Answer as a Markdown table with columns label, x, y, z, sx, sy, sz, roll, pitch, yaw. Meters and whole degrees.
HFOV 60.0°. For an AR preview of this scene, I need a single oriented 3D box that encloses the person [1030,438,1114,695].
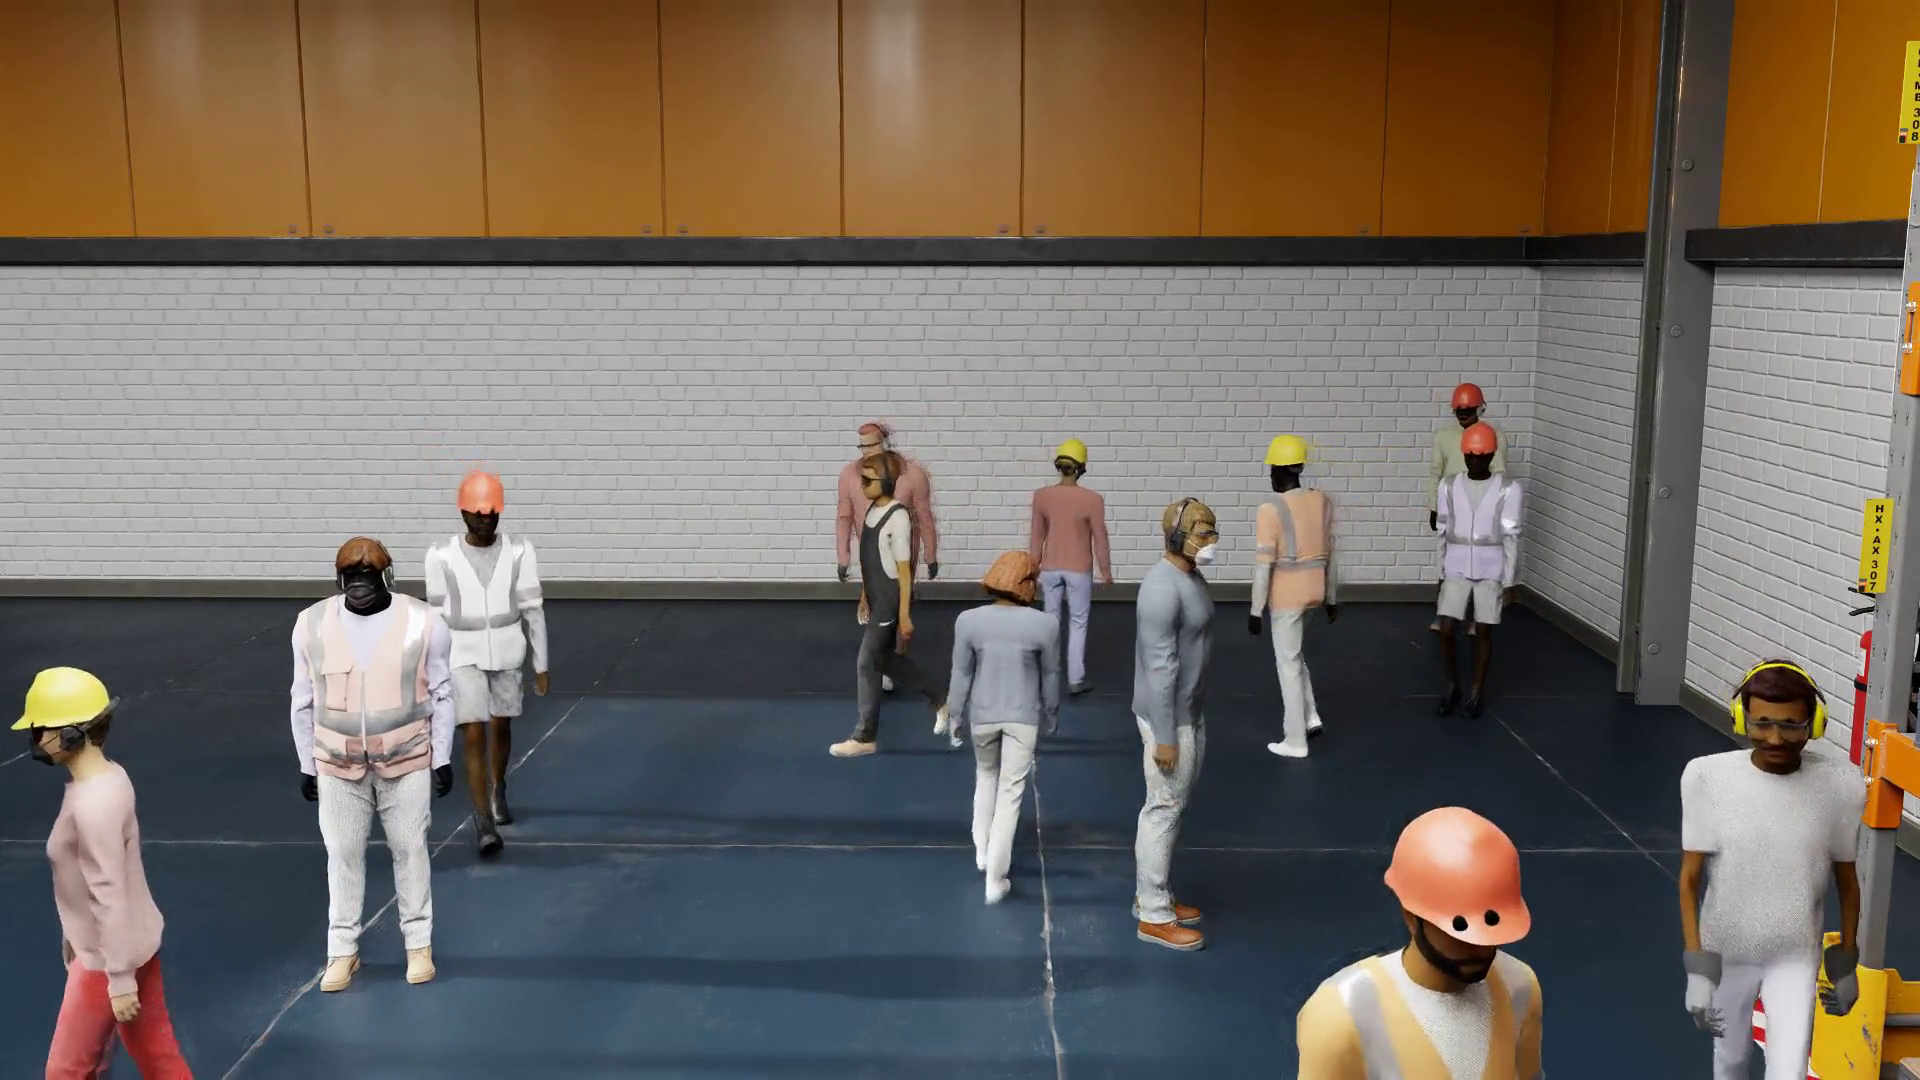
| label | x | y | z | sx | sy | sz | roll | pitch | yaw |
| --- | --- | --- | --- | --- | --- | --- | --- | --- | --- |
| person | 0.730 | 0.195 | 11.156 | 0.549 | 1.756 | 0.456 | 6 | 11 | 31 |

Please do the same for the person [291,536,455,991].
| label | x | y | z | sx | sy | sz | roll | pitch | yaw |
| --- | --- | --- | --- | --- | --- | --- | --- | --- | --- |
| person | -2.361 | 0.894 | 6.717 | 0.624 | 1.845 | 0.430 | -2 | 10 | -11 |

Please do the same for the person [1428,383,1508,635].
| label | x | y | z | sx | sy | sz | roll | pitch | yaw |
| --- | --- | --- | --- | --- | --- | --- | --- | --- | --- |
| person | 3.980 | -0.244 | 13.100 | 0.621 | 1.989 | 0.401 | 6 | 11 | 32 |

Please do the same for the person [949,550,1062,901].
| label | x | y | z | sx | sy | sz | roll | pitch | yaw |
| --- | --- | --- | --- | --- | --- | --- | --- | --- | --- |
| person | 0.221 | 0.837 | 7.784 | 0.512 | 1.595 | 0.709 | 2 | 10 | 13 |

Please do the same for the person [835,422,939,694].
| label | x | y | z | sx | sy | sz | roll | pitch | yaw |
| --- | --- | --- | --- | --- | --- | --- | --- | --- | --- |
| person | -0.509 | 0.113 | 11.385 | 0.680 | 1.852 | 1.036 | 3 | 10 | 17 |

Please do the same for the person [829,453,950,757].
| label | x | y | z | sx | sy | sz | roll | pitch | yaw |
| --- | --- | --- | --- | --- | --- | --- | --- | --- | --- |
| person | -0.378 | 0.372 | 9.913 | 0.796 | 1.819 | 0.516 | -3 | 10 | -17 |

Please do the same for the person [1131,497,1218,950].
| label | x | y | z | sx | sy | sz | roll | pitch | yaw |
| --- | --- | --- | --- | --- | --- | --- | --- | --- | --- |
| person | 0.905 | 0.774 | 7.169 | 0.456 | 1.936 | 0.652 | 3 | 10 | 18 |

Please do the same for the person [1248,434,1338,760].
| label | x | y | z | sx | sy | sz | roll | pitch | yaw |
| --- | --- | --- | --- | --- | --- | --- | --- | --- | --- |
| person | 1.967 | 0.336 | 9.831 | 0.625 | 1.912 | 0.475 | -7 | 12 | -37 |

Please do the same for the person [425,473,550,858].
| label | x | y | z | sx | sy | sz | roll | pitch | yaw |
| --- | --- | --- | --- | --- | --- | --- | --- | --- | --- |
| person | -2.351 | 0.602 | 8.337 | 0.566 | 1.879 | 0.996 | -4 | 10 | -25 |

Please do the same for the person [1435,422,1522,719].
| label | x | y | z | sx | sy | sz | roll | pitch | yaw |
| --- | --- | --- | --- | --- | --- | --- | --- | --- | --- |
| person | 3.273 | 0.208 | 10.581 | 0.542 | 1.919 | 0.504 | 5 | 11 | 27 |

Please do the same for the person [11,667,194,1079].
| label | x | y | z | sx | sy | sz | roll | pitch | yaw |
| --- | --- | --- | --- | --- | --- | --- | --- | --- | --- |
| person | -2.663 | 1.239 | 4.958 | 0.769 | 1.735 | 0.535 | -4 | 10 | -21 |

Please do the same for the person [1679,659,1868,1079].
| label | x | y | z | sx | sy | sz | roll | pitch | yaw |
| --- | --- | --- | --- | --- | --- | --- | --- | --- | --- |
| person | 2.322 | 1.230 | 4.802 | 0.506 | 1.803 | 1.034 | 5 | 10 | 25 |

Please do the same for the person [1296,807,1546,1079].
| label | x | y | z | sx | sy | sz | roll | pitch | yaw |
| --- | --- | --- | --- | --- | --- | --- | --- | --- | --- |
| person | 0.884 | 1.413 | 3.393 | 0.575 | 1.912 | 0.630 | -4 | 10 | -24 |
